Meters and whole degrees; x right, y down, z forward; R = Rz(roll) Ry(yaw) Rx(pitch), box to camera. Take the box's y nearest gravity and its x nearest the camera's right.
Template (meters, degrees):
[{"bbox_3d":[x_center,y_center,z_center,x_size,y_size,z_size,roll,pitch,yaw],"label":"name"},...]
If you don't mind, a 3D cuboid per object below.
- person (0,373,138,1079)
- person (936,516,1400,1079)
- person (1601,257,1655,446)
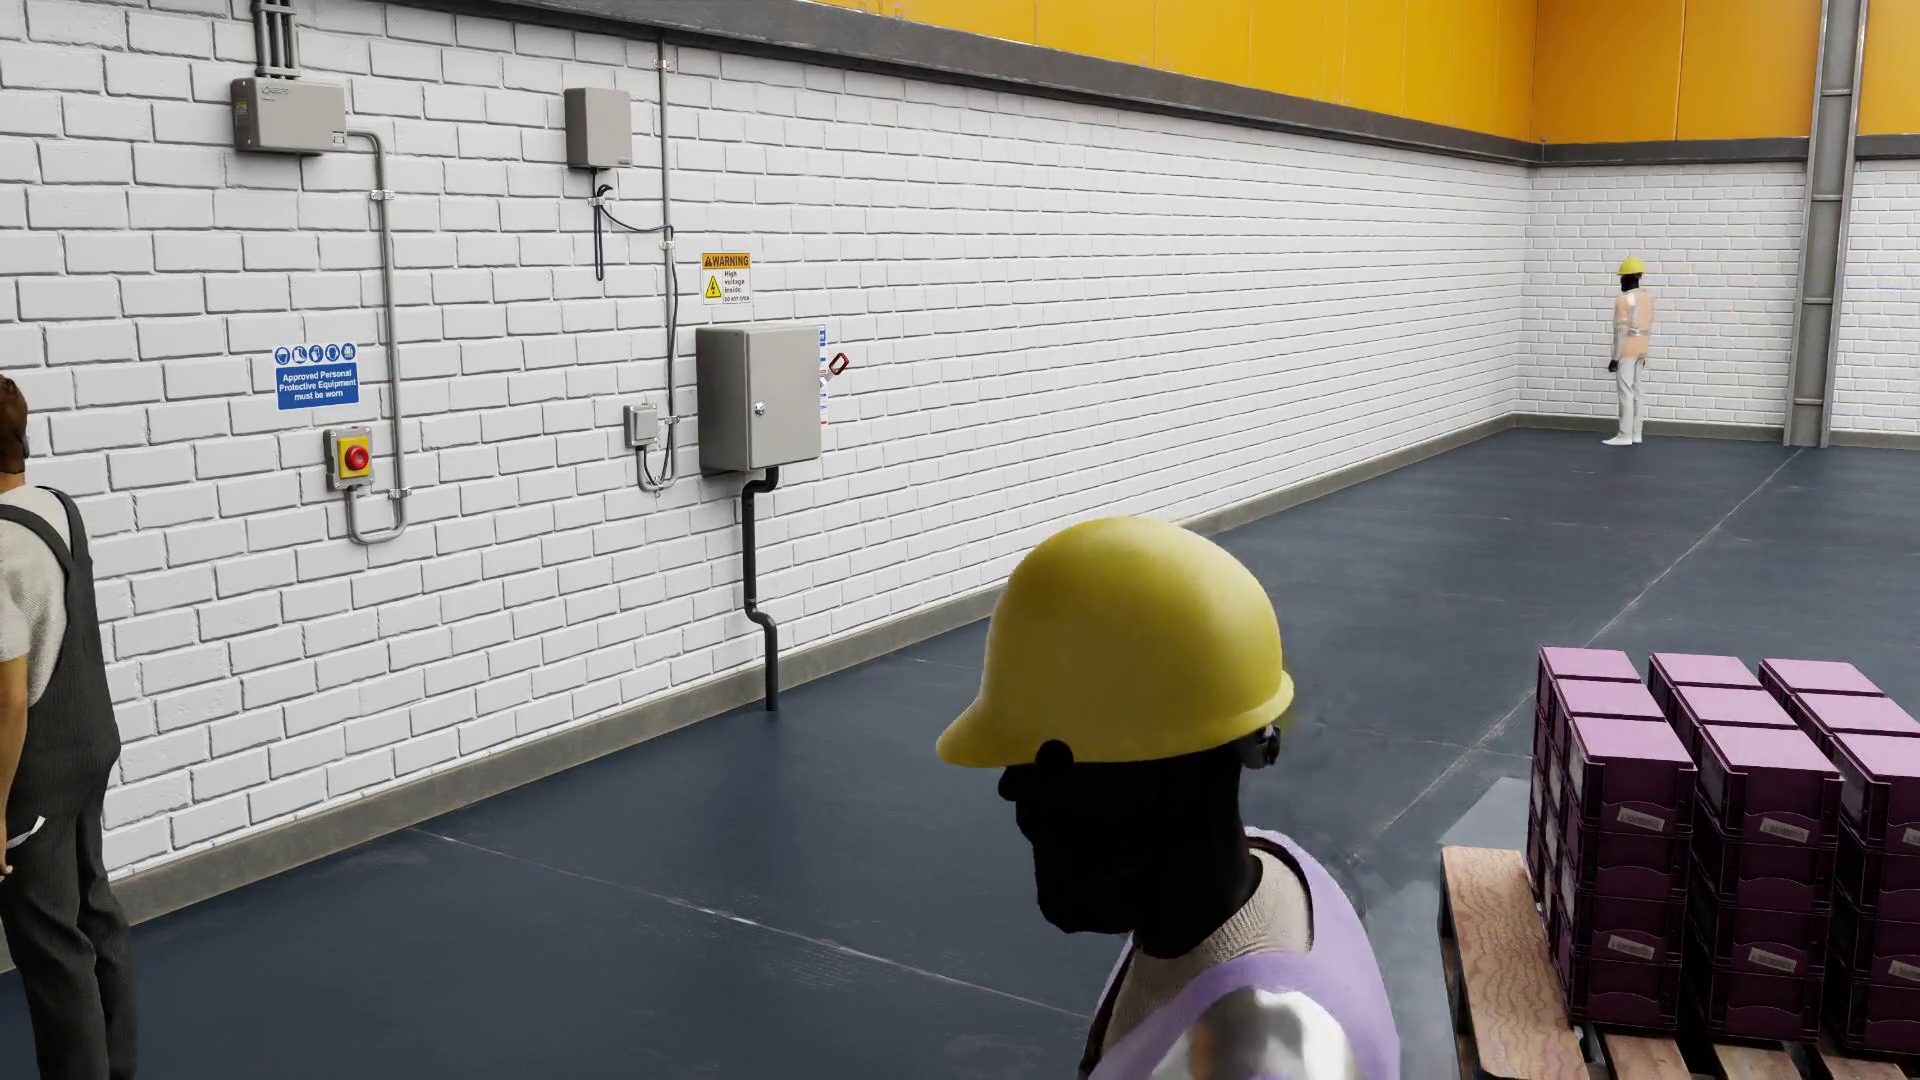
[{"bbox_3d":[-2.051,0.534,3.664,0.347,1.841,0.505,-1,10,-8],"label":"person"},{"bbox_3d":[0.141,0.903,1.534,0.997,1.866,0.591,2,11,13],"label":"person"},{"bbox_3d":[6.844,-1.925,17.055,0.593,1.922,0.386,-8,13,-39],"label":"person"}]
